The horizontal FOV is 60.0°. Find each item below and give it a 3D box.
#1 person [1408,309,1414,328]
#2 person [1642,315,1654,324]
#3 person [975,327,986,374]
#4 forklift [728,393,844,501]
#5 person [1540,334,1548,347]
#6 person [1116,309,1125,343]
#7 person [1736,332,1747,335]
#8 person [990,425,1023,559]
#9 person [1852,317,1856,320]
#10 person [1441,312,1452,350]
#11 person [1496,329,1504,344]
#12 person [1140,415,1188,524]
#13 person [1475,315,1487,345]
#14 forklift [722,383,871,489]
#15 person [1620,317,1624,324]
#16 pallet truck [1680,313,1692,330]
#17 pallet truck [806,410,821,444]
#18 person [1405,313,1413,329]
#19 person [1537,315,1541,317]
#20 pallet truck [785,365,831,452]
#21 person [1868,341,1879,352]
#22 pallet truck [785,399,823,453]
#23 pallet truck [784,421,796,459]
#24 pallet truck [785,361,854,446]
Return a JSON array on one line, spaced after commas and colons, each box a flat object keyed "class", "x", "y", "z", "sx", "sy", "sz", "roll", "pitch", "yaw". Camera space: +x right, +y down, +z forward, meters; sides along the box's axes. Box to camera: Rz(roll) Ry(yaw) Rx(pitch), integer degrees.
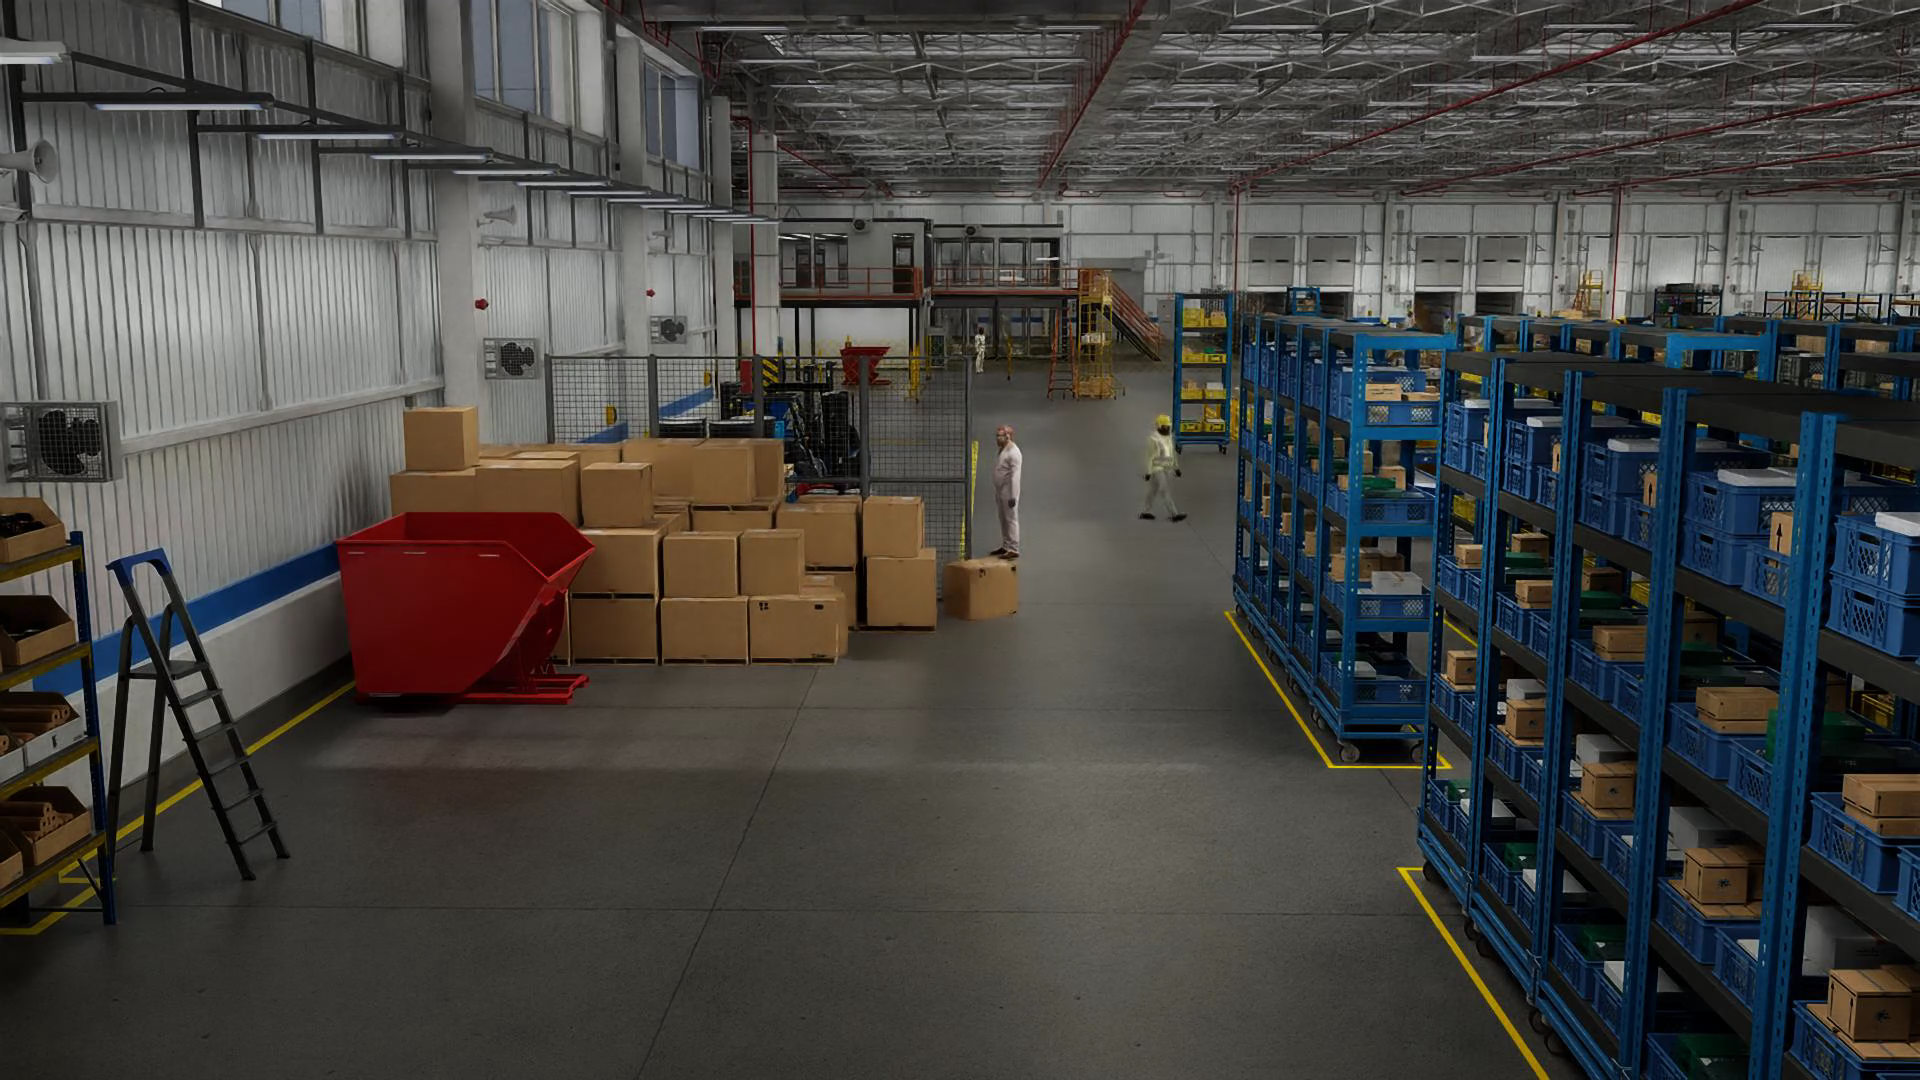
[{"class": "person", "x": 25.611, "y": -12.188, "z": 94.713, "sx": 0.398, "sy": 1.918, "sz": 0.586, "roll": 7, "pitch": 11, "yaw": 36}, {"class": "person", "x": 33.678, "y": -10.038, "z": 81.460, "sx": 0.402, "sy": 1.926, "sz": 0.639, "roll": -5, "pitch": 11, "yaw": -30}, {"class": "person", "x": 0.822, "y": -7.498, "z": 65.878, "sx": 0.338, "sy": 1.882, "sz": 0.583, "roll": 6, "pitch": 11, "yaw": 34}, {"class": "forklift", "x": -2.979, "y": -1.316, "z": 26.476, "sx": 2.680, "sy": 1.987, "sz": 1.157, "roll": 0, "pitch": 9, "yaw": 1}, {"class": "person", "x": 25.109, "y": -8.351, "z": 71.510, "sx": 0.309, "sy": 1.769, "sz": 0.523, "roll": 8, "pitch": 12, "yaw": 42}, {"class": "person", "x": 9.123, "y": -12.166, "z": 94.507, "sx": 0.552, "sy": 1.936, "sz": 0.358, "roll": 0, "pitch": 9, "yaw": 0}, {"class": "person", "x": 33.782, "y": -8.444, "z": 71.937, "sx": 1.003, "sy": 1.813, "sz": 0.555, "roll": -6, "pitch": 11, "yaw": -35}, {"class": "person", "x": 0.658, "y": -0.691, "z": 23.831, "sx": 0.401, "sy": 1.905, "sz": 0.646, "roll": -3, "pitch": 10, "yaw": -18}, {"class": "person", "x": 43.971, "y": -10.049, "z": 81.730, "sx": 0.592, "sy": 1.870, "sz": 1.042, "roll": -7, "pitch": 12, "yaw": -39}, {"class": "person", "x": 25.135, "y": -10.765, "z": 85.836, "sx": 0.404, "sy": 1.948, "sz": 0.605, "roll": -2, "pitch": 9, "yaw": -13}, {"class": "person", "x": 21.368, "y": -7.631, "z": 66.525, "sx": 0.642, "sy": 1.933, "sz": 1.047, "roll": 9, "pitch": 13, "yaw": 44}, {"class": "person", "x": 3.327, "y": -1.162, "z": 27.155, "sx": 0.971, "sy": 1.771, "sz": 0.586, "roll": 7, "pitch": 11, "yaw": 35}, {"class": "person", "x": 27.248, "y": -10.846, "z": 86.789, "sx": 0.879, "sy": 1.814, "sz": 0.638, "roll": 0, "pitch": 9, "yaw": 1}, {"class": "forklift", "x": -2.893, "y": -1.687, "z": 28.729, "sx": 2.680, "sy": 1.987, "sz": 1.157, "roll": 0, "pitch": 9, "yaw": -1}, {"class": "person", "x": 30.890, "y": -9.433, "z": 77.717, "sx": 0.585, "sy": 1.918, "sz": 0.394, "roll": 6, "pitch": 11, "yaw": 33}, {"class": "pallet truck", "x": 36.315, "y": -10.531, "z": 84.244, "sx": 0.823, "sy": 1.965, "sz": 1.885, "roll": -6, "pitch": 11, "yaw": -33}, {"class": "pallet truck", "x": -3.559, "y": -2.018, "z": 33.905, "sx": 1.522, "sy": 1.261, "sz": 0.704, "roll": 0, "pitch": 9, "yaw": -1}, {"class": "person", "x": 23.754, "y": -11.074, "z": 87.938, "sx": 0.922, "sy": 1.895, "sz": 0.644, "roll": -3, "pitch": 10, "yaw": -17}, {"class": "person", "x": 31.379, "y": -11.357, "z": 90.250, "sx": 0.318, "sy": 1.700, "sz": 0.535, "roll": 4, "pitch": 10, "yaw": 22}, {"class": "pallet truck", "x": -3.774, "y": -2.976, "z": 37.635, "sx": 1.885, "sy": 1.965, "sz": 0.823, "roll": 1, "pitch": 9, "yaw": 5}, {"class": "person", "x": 33.082, "y": -6.606, "z": 60.295, "sx": 0.590, "sy": 1.910, "sz": 0.556, "roll": 0, "pitch": 9, "yaw": 2}, {"class": "pallet truck", "x": -3.814, "y": -2.432, "z": 36.419, "sx": 1.630, "sy": 1.274, "sz": 0.653, "roll": 0, "pitch": 9, "yaw": 1}, {"class": "pallet truck", "x": -4.013, "y": -1.793, "z": 32.705, "sx": 1.601, "sy": 1.201, "sz": 0.680, "roll": 0, "pitch": 9, "yaw": 1}, {"class": "pallet truck", "x": -3.410, "y": -3.193, "z": 38.978, "sx": 1.885, "sy": 1.965, "sz": 0.823, "roll": 0, "pitch": 9, "yaw": -1}]
